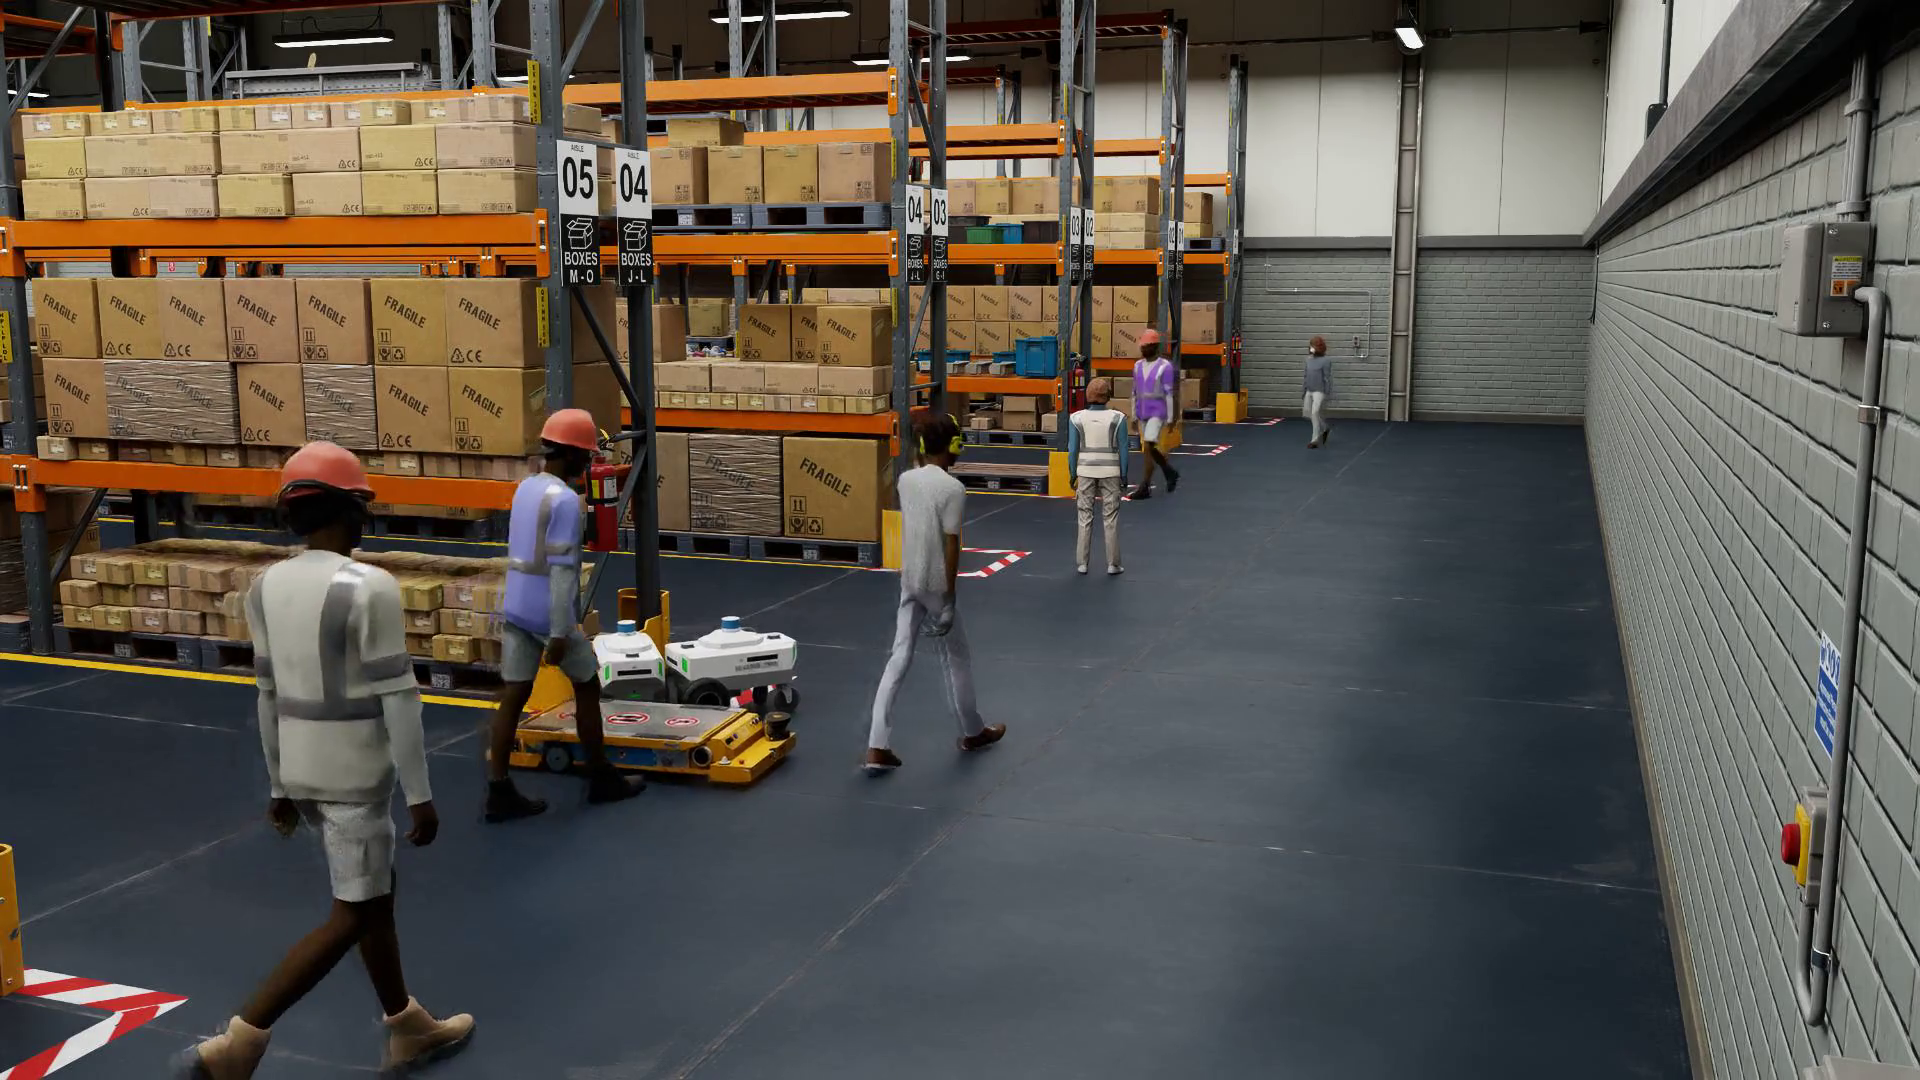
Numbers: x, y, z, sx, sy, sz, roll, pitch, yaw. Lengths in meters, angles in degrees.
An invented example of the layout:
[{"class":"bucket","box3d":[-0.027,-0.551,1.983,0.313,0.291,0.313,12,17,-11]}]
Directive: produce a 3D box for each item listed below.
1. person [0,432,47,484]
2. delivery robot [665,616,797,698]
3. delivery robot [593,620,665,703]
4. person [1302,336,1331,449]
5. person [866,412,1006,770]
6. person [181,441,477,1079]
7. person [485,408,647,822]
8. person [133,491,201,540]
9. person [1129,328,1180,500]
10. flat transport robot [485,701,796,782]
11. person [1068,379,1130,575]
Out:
[{"class":"person","box3d":[-8.166,-0.709,14.327,0.991,1.865,0.652,5,11,30]},{"class":"delivery robot","box3d":[-1.292,0.678,9.424,0.707,0.478,0.477,-5,10,-28]},{"class":"delivery robot","box3d":[-1.863,0.693,9.326,0.477,0.478,0.707,-3,10,-17]},{"class":"person","box3d":[5.129,-2.109,23.788,0.482,1.618,0.517,-5,10,-29]},{"class":"person","box3d":[-0.175,0.255,8.472,0.519,1.821,0.990,8,12,40]},{"class":"person","box3d":[-1.918,0.718,4.959,0.657,2.007,0.900,6,11,34]},{"class":"person","box3d":[-1.868,0.334,7.730,0.568,1.876,0.899,9,13,44]},{"class":"person","box3d":[-6.163,-0.485,12.781,0.781,1.900,0.598,4,10,21]},{"class":"person","box3d":[2.192,-1.423,18.654,0.901,1.901,0.557,-9,13,-44]},{"class":"flat transport robot","box3d":[-1.626,1.009,8.527,1.431,0.197,0.652,2,9,14]},{"class":"person","box3d":[1.149,-0.519,13.809,0.514,1.640,0.310,2,9,13]}]
